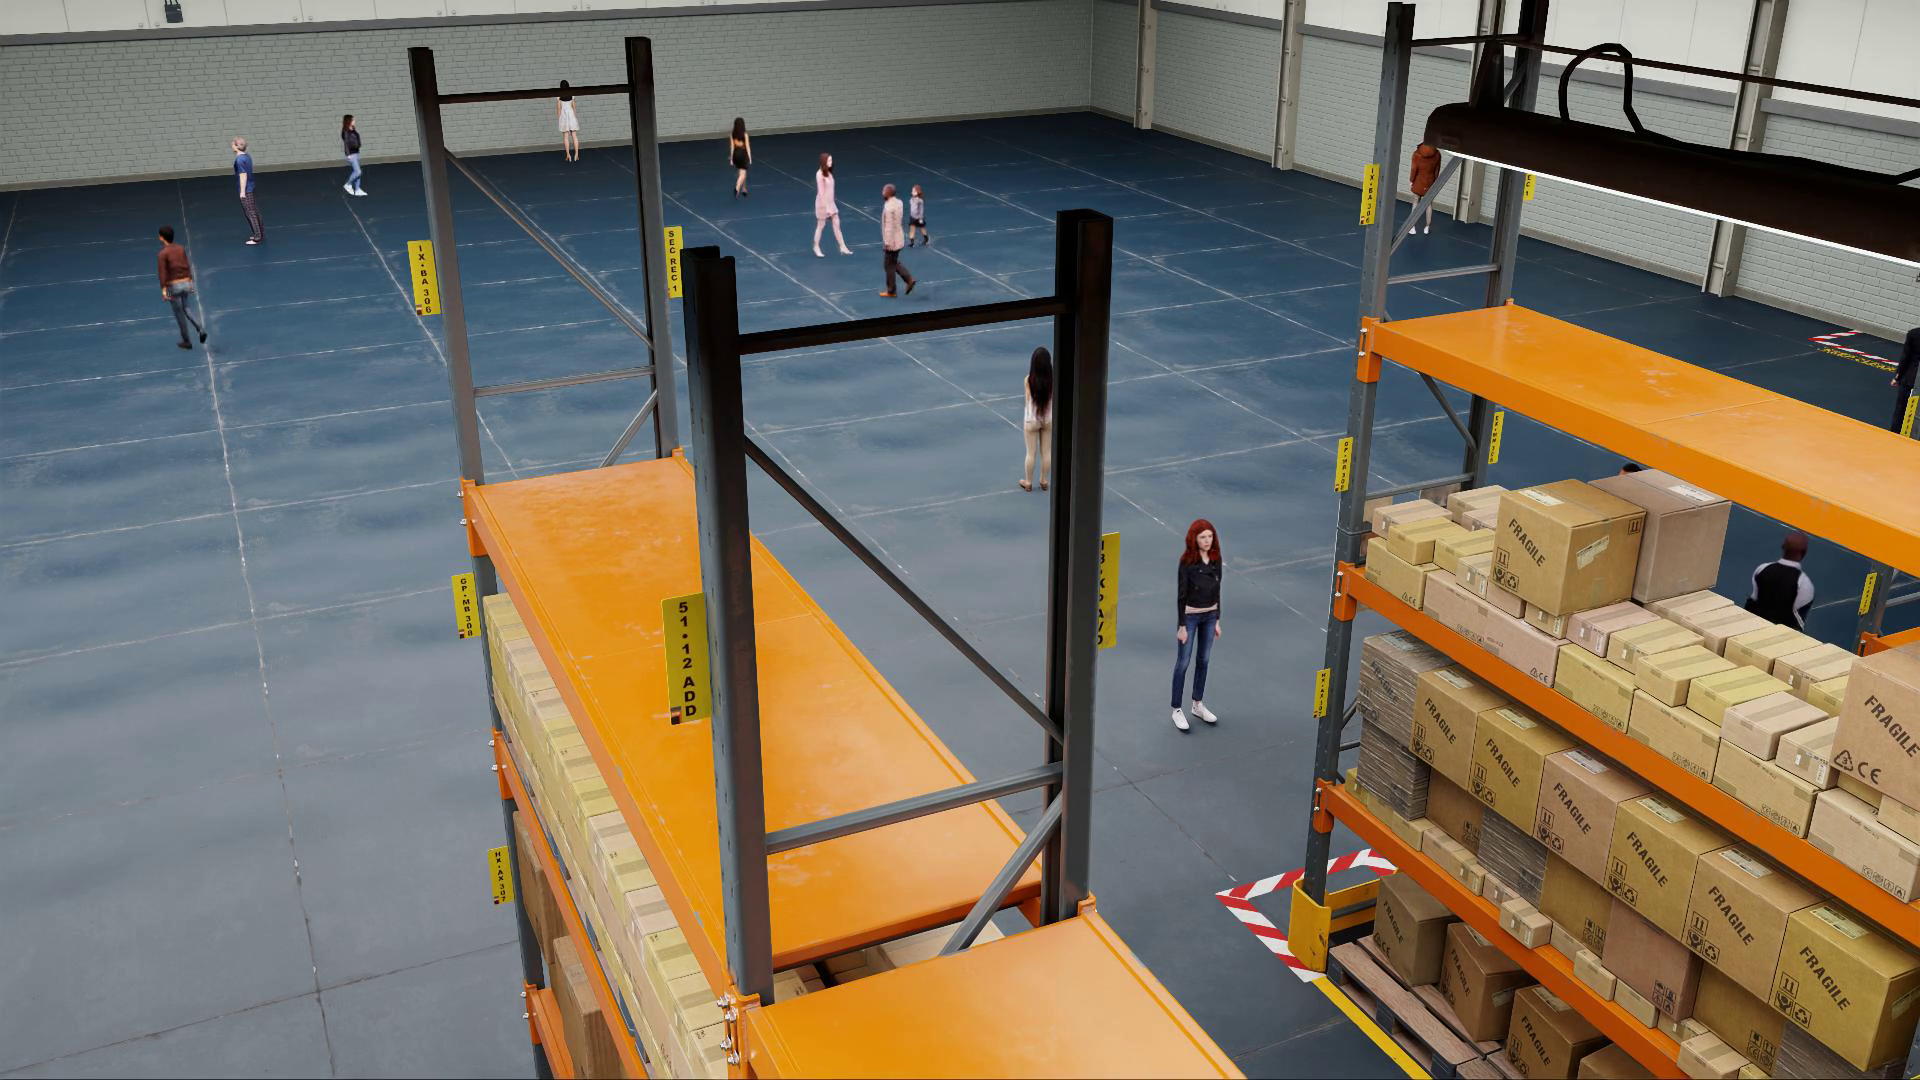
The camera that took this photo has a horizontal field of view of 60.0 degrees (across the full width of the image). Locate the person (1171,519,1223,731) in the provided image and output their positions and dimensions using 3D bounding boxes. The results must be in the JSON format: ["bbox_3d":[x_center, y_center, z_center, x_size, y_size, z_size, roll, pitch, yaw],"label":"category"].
[{"bbox_3d":[1.930,0.671,13.547,0.565,1.787,0.538,-11,25,-24],"label":"person"}]

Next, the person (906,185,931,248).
[{"bbox_3d":[-0.721,-5.760,29.567,0.804,1.083,0.757,16,28,33],"label":"person"}]

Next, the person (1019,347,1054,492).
[{"bbox_3d":[0.883,-1.326,18.415,0.634,1.651,0.574,-10,25,-23],"label":"person"}]

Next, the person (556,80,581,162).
[{"bbox_3d":[-8.780,-9.389,37.222,0.644,1.774,0.628,-9,25,-21],"label":"person"}]

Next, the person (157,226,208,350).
[{"bbox_3d":[-10.975,-3.552,23.497,0.941,1.771,0.876,12,26,25],"label":"person"}]

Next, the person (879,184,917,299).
[{"bbox_3d":[-0.970,-4.689,26.145,0.994,1.791,0.933,9,25,20],"label":"person"}]

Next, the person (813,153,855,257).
[{"bbox_3d":[-2.389,-5.736,28.635,1.096,1.769,0.967,12,26,26],"label":"person"}]

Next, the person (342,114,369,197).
[{"bbox_3d":[-12.312,-7.746,33.548,0.836,1.624,0.744,1,23,2],"label":"person"}]

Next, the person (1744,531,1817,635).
[{"bbox_3d":[6.384,0.817,13.184,0.824,1.800,0.711,-15,27,-32],"label":"person"}]

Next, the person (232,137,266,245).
[{"bbox_3d":[-12.732,-6.244,29.700,0.787,1.871,0.609,-2,23,-5],"label":"person"}]

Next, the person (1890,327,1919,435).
[{"bbox_3d":[11.322,-1.940,19.650,0.784,1.815,0.815,6,24,13],"label":"person"}]

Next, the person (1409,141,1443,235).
[{"bbox_3d":[8.490,-6.524,30.399,0.816,1.839,0.837,-1,23,-3],"label":"person"}]

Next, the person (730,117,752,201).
[{"bbox_3d":[-4.394,-7.541,33.063,0.992,1.625,1.075,7,24,17],"label":"person"}]
